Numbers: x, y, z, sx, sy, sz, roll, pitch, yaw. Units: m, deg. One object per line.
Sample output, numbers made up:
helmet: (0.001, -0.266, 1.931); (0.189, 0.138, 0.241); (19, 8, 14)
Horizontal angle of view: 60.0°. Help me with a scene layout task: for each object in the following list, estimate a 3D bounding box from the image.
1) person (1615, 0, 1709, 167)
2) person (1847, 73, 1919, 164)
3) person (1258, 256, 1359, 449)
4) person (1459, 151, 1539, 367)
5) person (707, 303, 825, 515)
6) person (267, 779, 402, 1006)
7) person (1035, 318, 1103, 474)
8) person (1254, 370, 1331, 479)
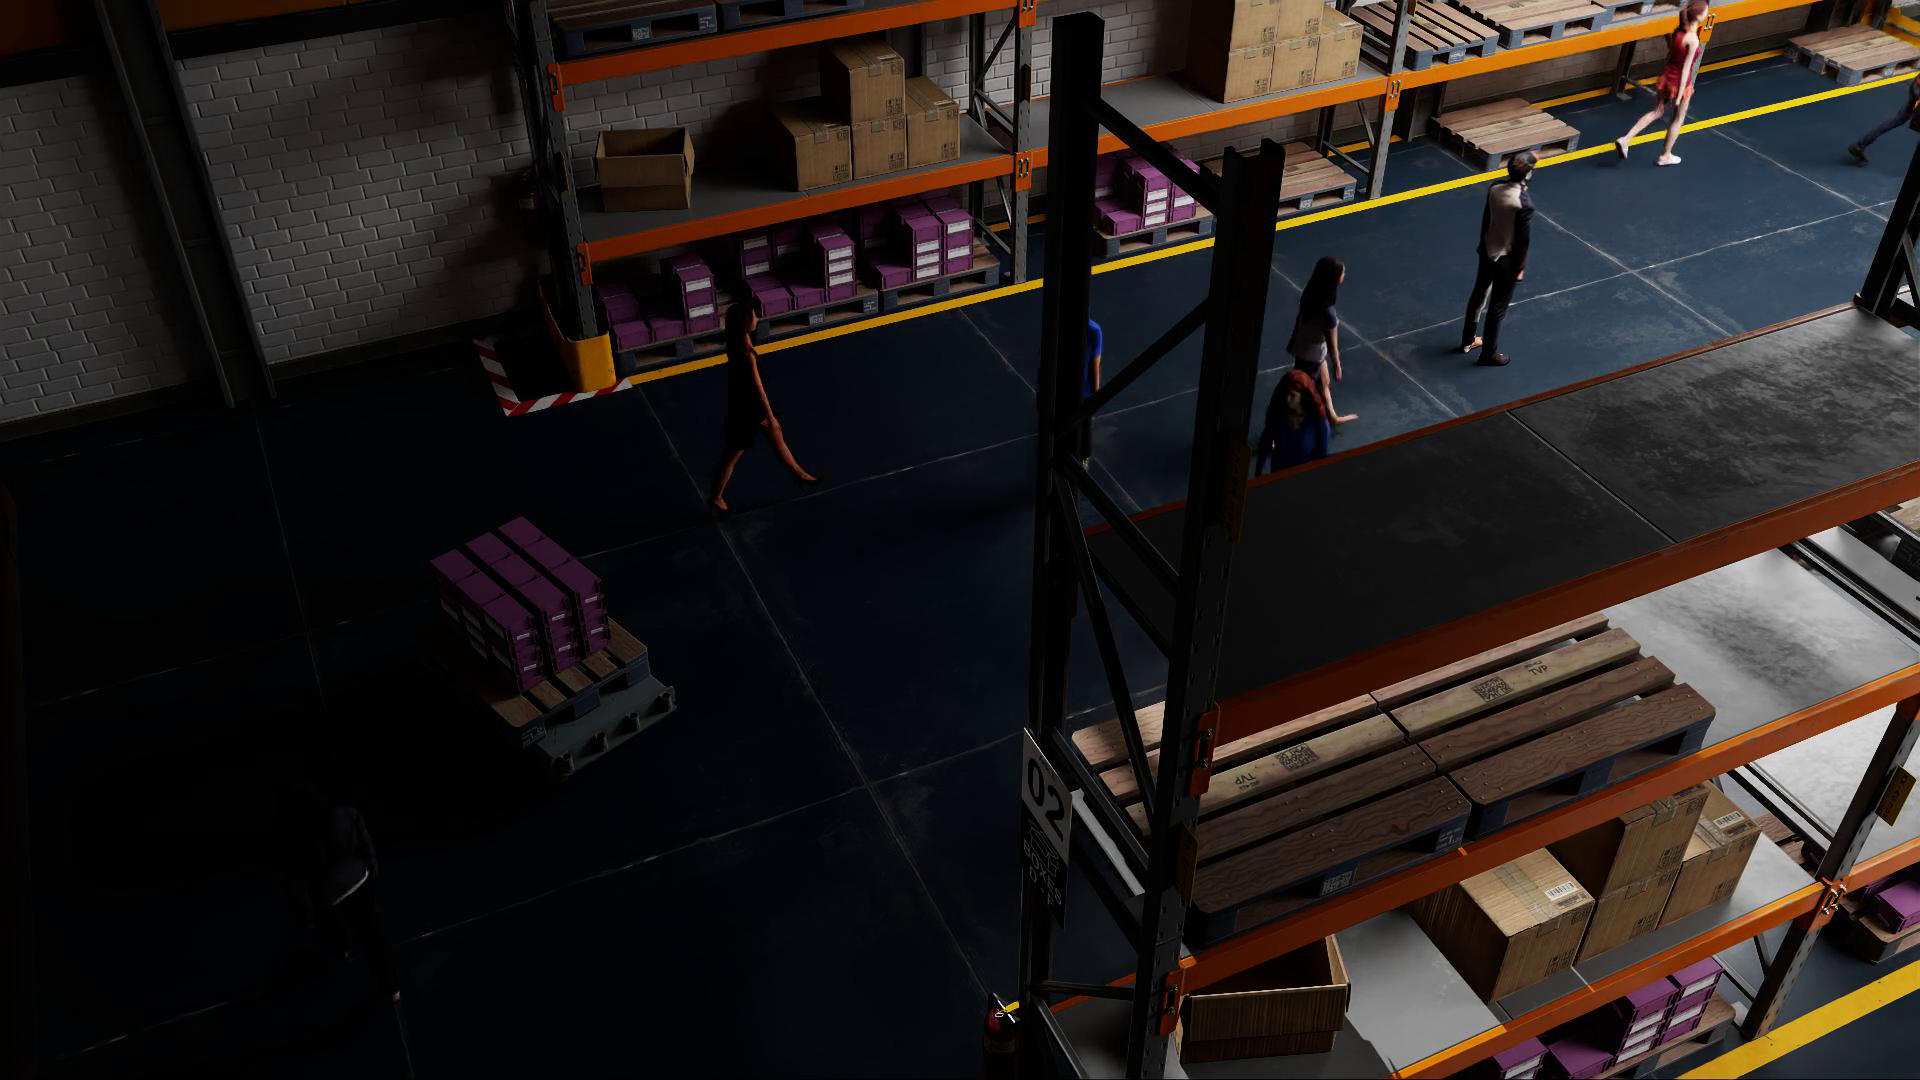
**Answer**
person: (7.137, -4.590, 16.807); (1.004, 1.732, 0.644); (-11, 40, -13)
person: (9.573, -4.507, 16.698); (1.229, 1.739, 1.153); (12, 40, 14)
person: (2.637, -1.409, 12.885); (1.160, 1.655, 0.801); (-8, 39, -9)
person: (4.509, -2.360, 13.885); (0.588, 1.893, 0.681); (-14, 41, -17)
person: (-1.643, -0.875, 12.113); (1.143, 1.784, 0.615); (-15, 41, -17)
person: (-3.308, 1.876, 8.838); (1.039, 1.572, 0.877); (-26, 45, -29)
person: (0.813, -1.131, 12.380); (0.805, 1.852, 0.857); (8, 39, 9)
person: (2.368, -0.453, 11.579); (0.889, 1.791, 1.060); (24, 45, 27)
